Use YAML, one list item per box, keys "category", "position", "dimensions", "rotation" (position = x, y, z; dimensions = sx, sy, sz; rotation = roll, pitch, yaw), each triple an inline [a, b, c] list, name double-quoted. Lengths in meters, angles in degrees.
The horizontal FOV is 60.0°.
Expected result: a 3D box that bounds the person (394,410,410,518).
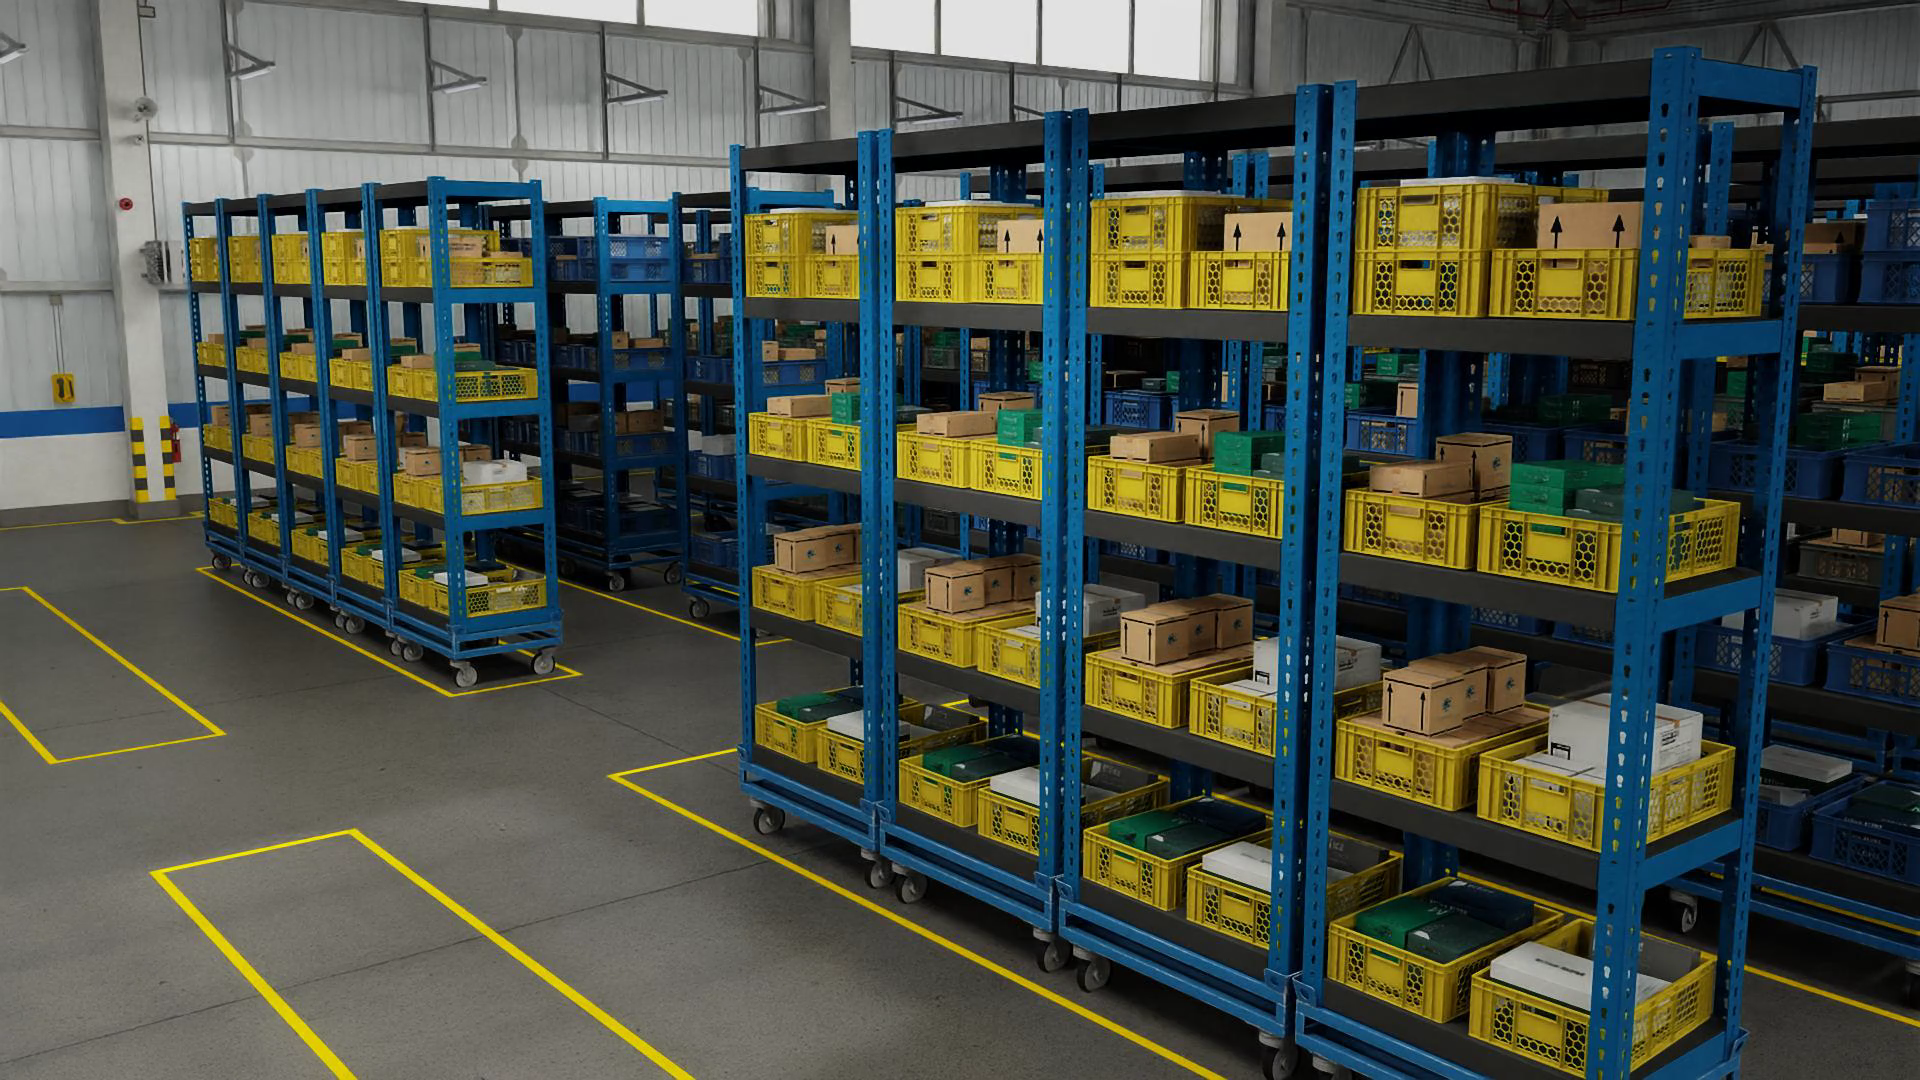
- category: "person"
  position: [-6.666, -1.184, 19.815]
  dimensions: [0.389, 1.850, 0.567]
  rotation: [-2, 10, -14]
